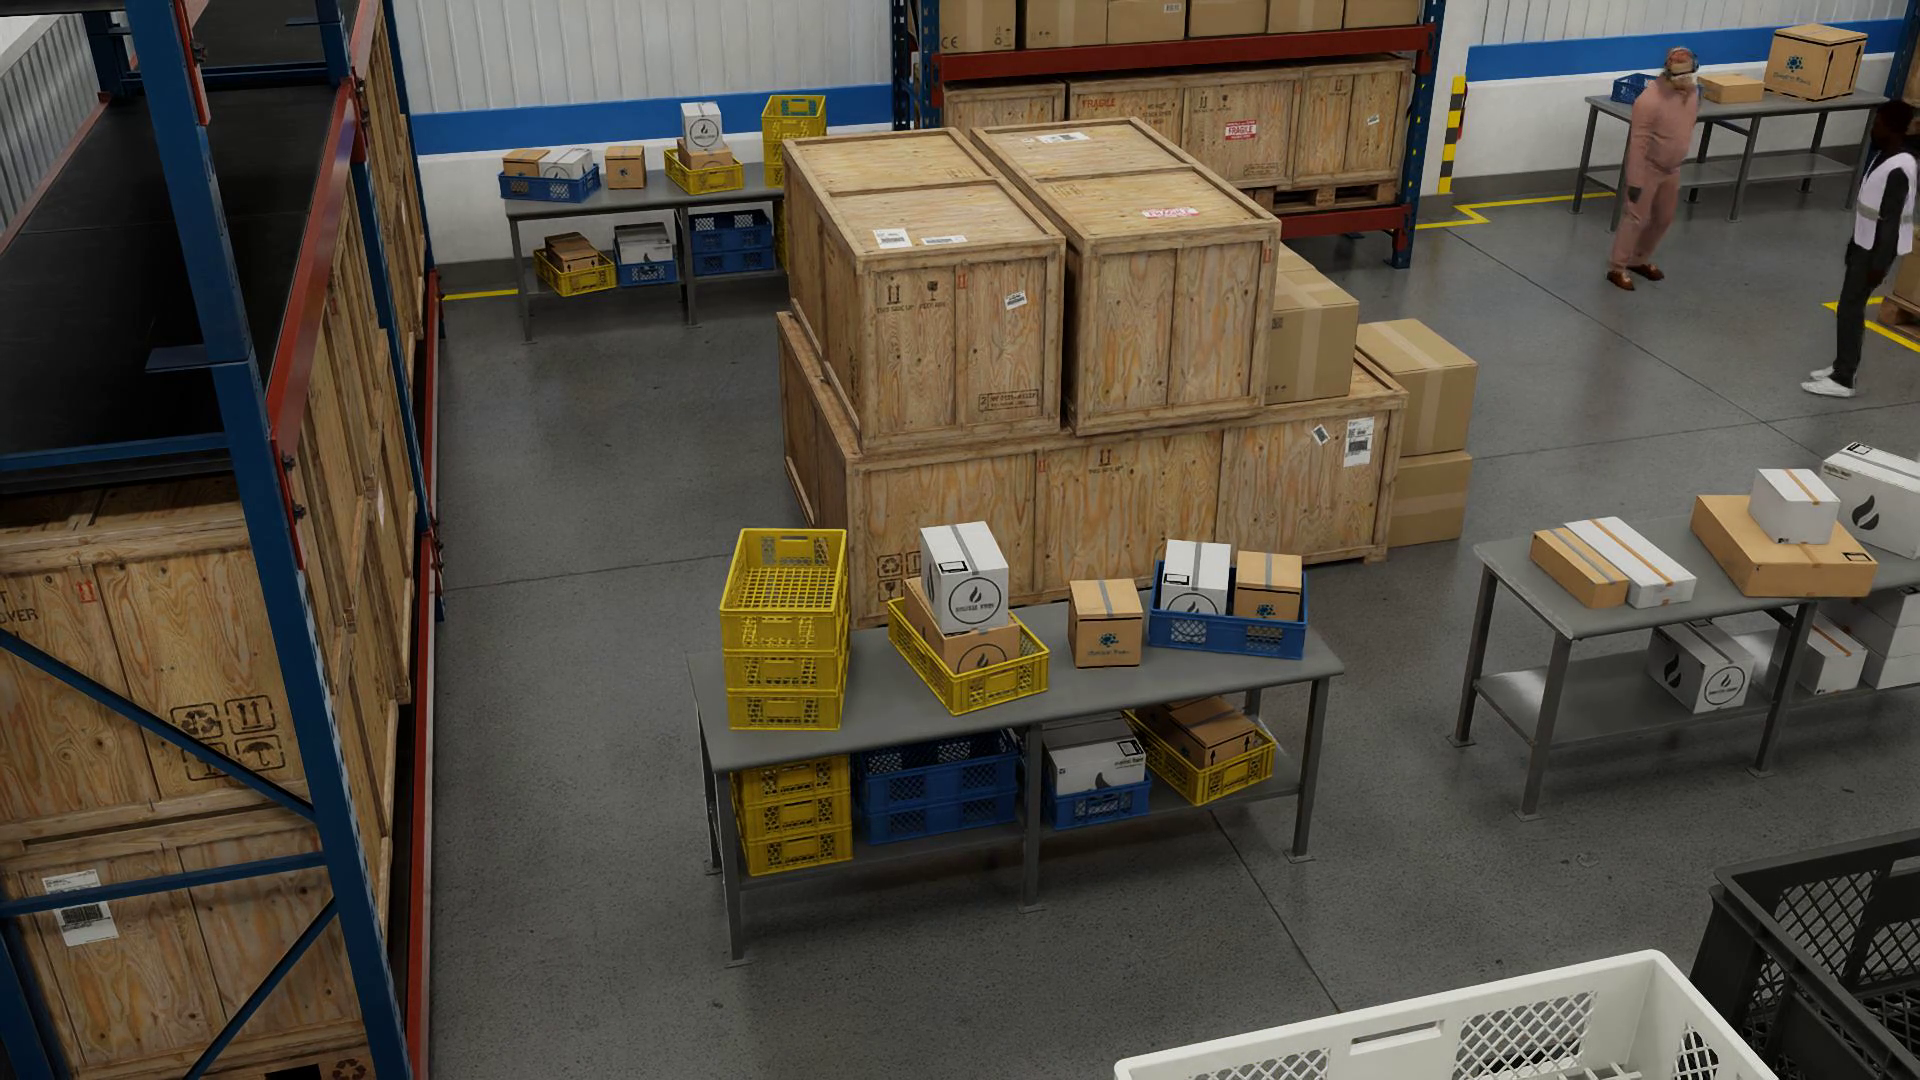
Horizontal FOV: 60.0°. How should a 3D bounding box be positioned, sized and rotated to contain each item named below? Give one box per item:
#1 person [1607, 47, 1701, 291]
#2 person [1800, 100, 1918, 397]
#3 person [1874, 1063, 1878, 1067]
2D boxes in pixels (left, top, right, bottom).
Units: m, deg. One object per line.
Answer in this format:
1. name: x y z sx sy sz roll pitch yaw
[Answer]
1. person: 5.202 -2.779 12.491 0.670 1.866 0.482 -16 32 -26
2. person: 5.944 -1.903 10.880 0.477 1.900 0.650 9 30 15
3. person: 2.205 1.882 4.083 0.529 1.822 0.780 -20 35 -32
